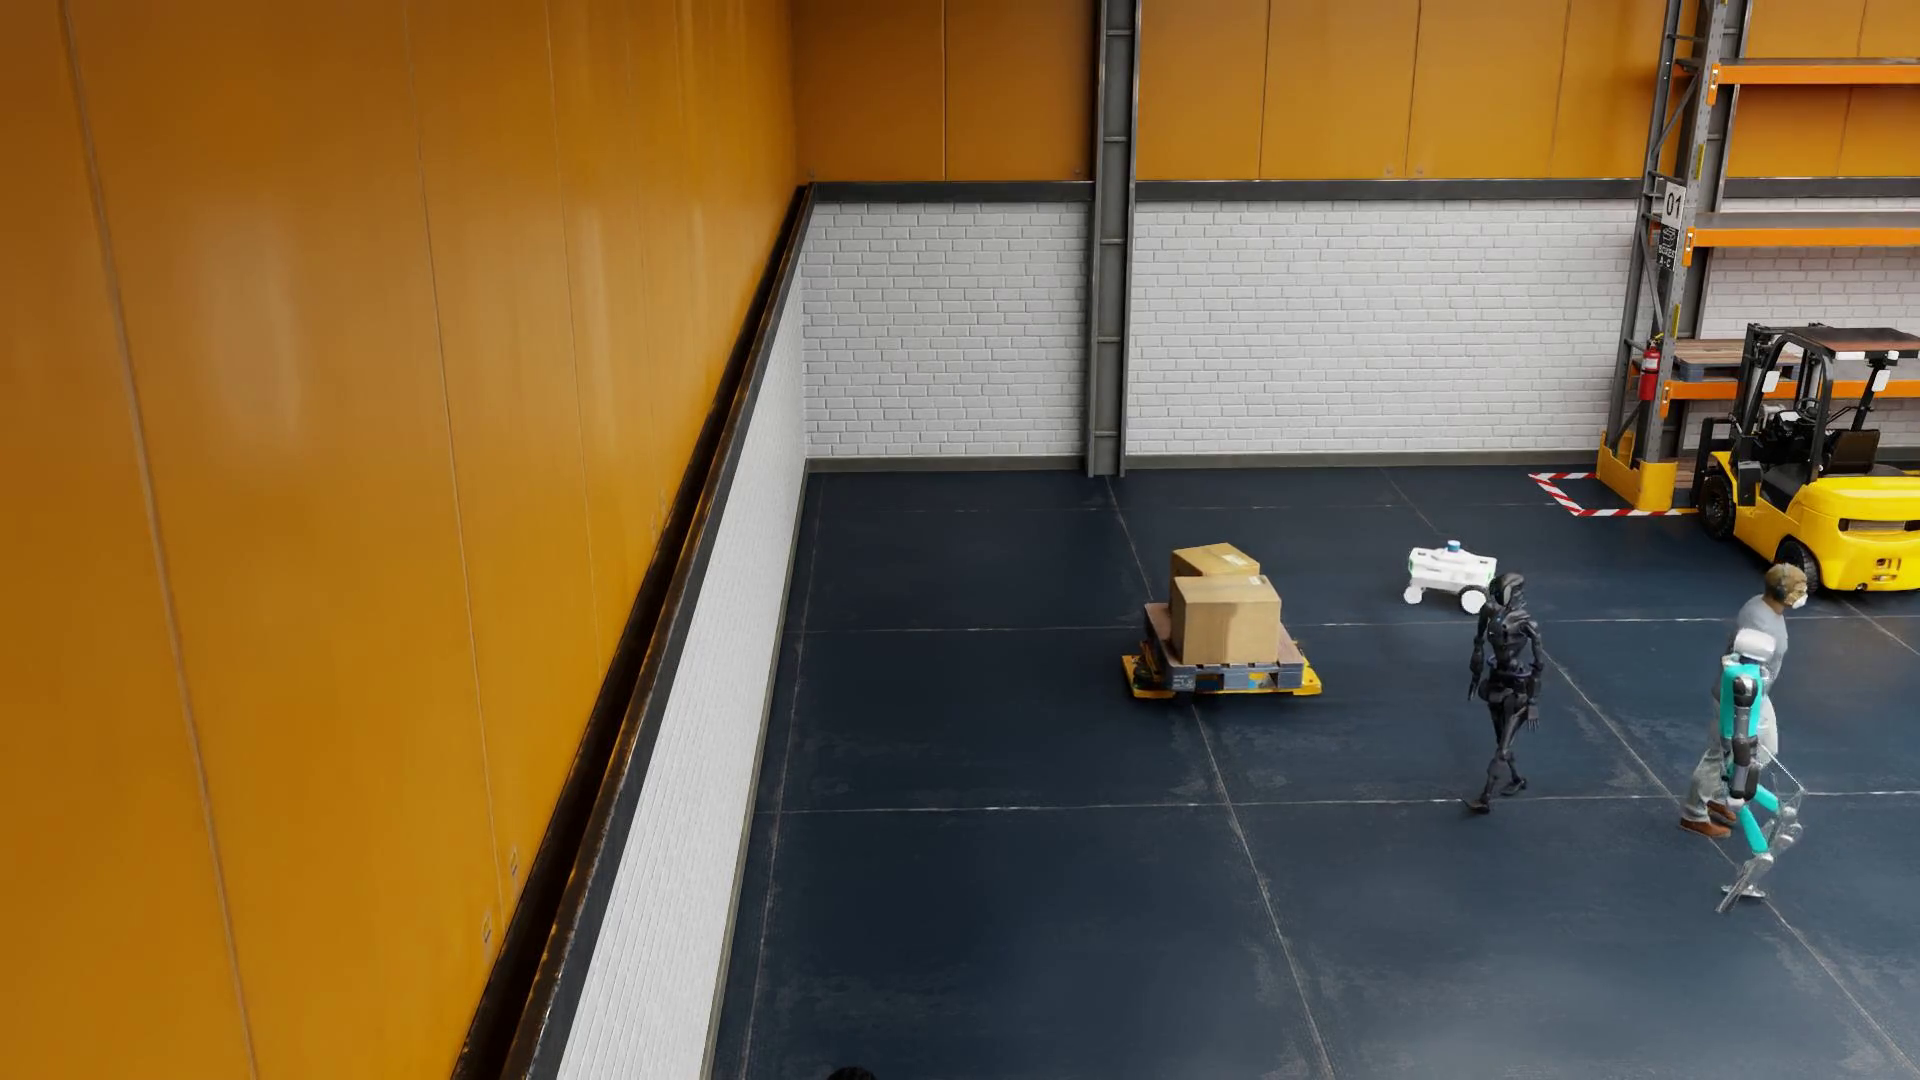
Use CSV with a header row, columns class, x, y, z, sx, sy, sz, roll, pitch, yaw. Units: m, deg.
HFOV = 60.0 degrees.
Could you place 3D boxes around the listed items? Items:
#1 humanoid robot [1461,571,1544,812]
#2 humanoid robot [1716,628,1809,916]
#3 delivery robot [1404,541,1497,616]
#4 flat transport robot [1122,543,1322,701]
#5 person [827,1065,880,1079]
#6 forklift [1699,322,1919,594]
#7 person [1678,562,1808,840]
class,x,y,z,sx,sy,sz,roll,pitch,yaw
humanoid robot,3.562,0.977,10.909,0.720,1.627,0.616,-11,23,-27
humanoid robot,4.715,1.411,9.687,0.735,1.833,0.552,7,21,18
delivery robot,4.245,0.313,14.314,0.814,0.612,0.499,8,22,21
flat transport robot,2.010,0.997,12.849,1.431,0.231,0.659,-1,20,-3
person,-0.366,2.684,6.219,0.319,1.693,0.531,-6,21,-15
forklift,7.809,-0.792,14.926,1.214,2.155,2.313,-1,20,-2
person,4.915,1.018,10.449,0.519,1.907,0.631,11,23,28
